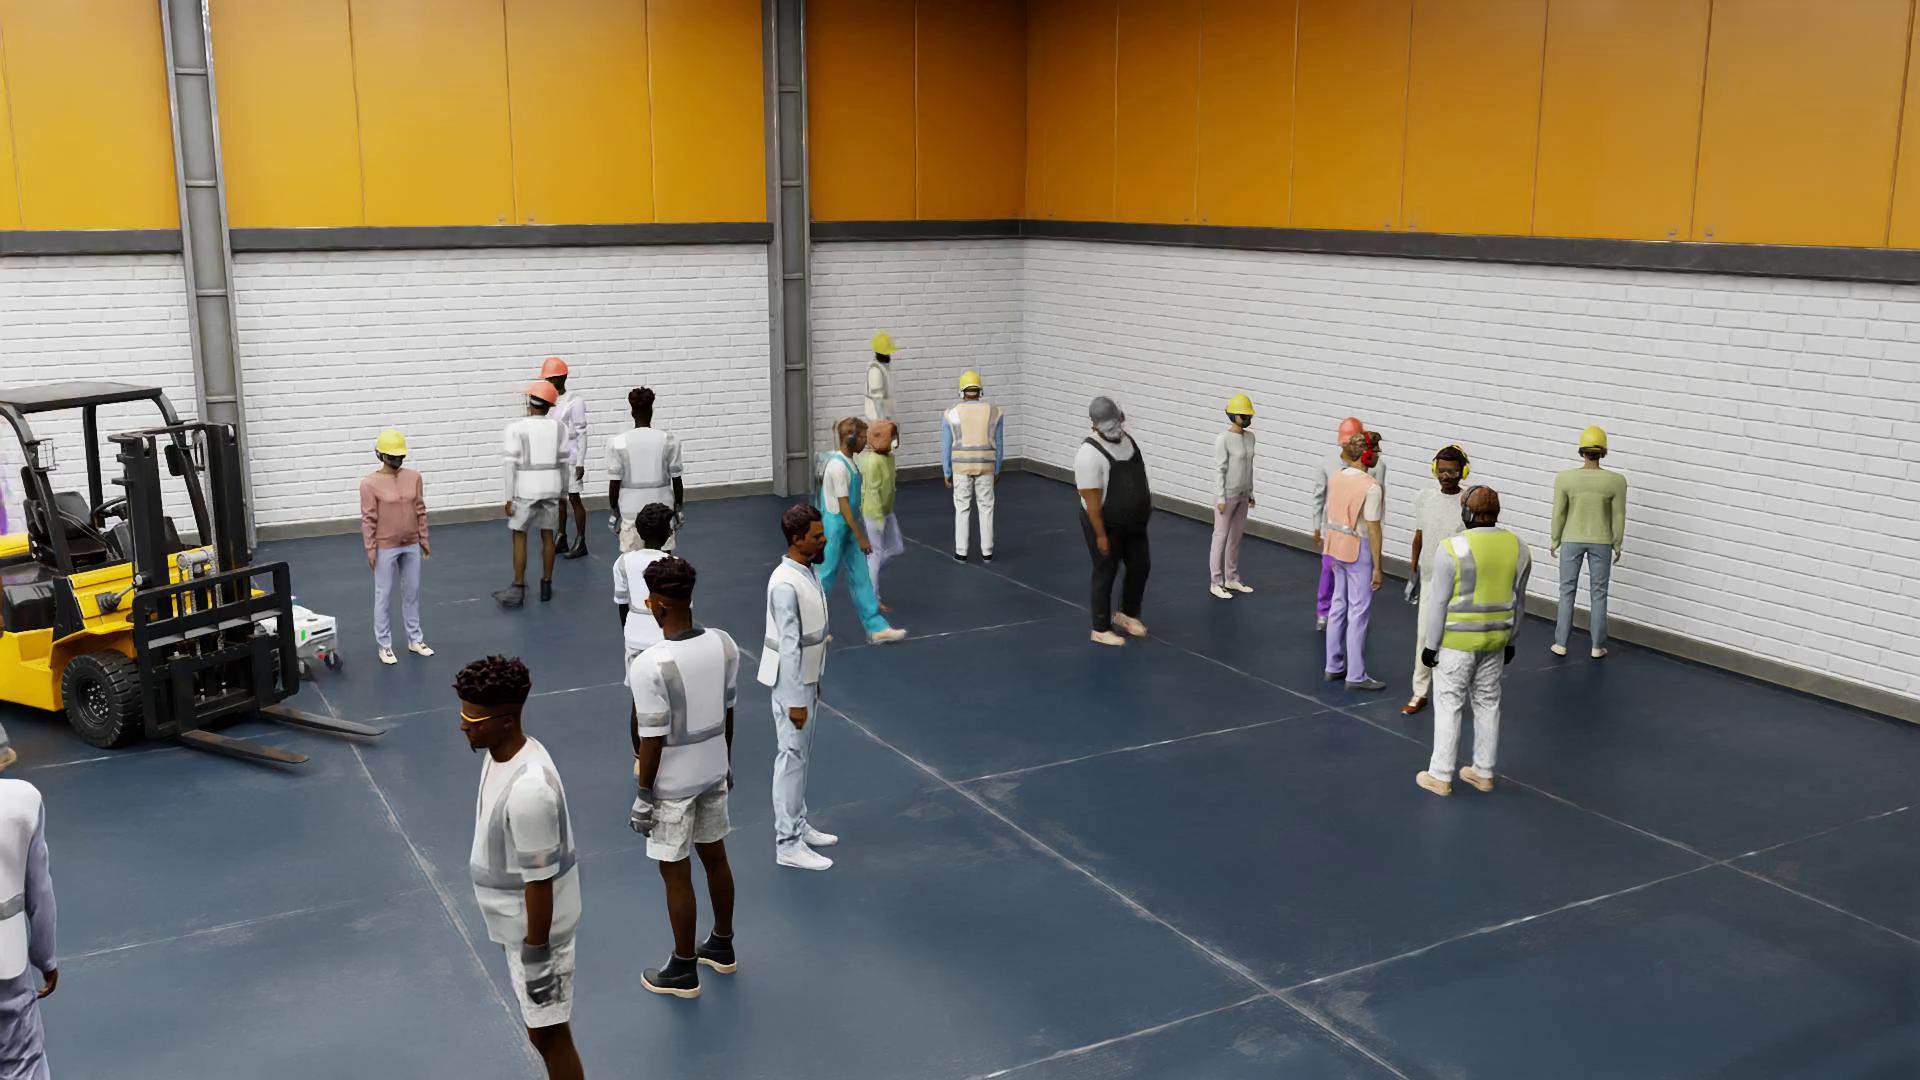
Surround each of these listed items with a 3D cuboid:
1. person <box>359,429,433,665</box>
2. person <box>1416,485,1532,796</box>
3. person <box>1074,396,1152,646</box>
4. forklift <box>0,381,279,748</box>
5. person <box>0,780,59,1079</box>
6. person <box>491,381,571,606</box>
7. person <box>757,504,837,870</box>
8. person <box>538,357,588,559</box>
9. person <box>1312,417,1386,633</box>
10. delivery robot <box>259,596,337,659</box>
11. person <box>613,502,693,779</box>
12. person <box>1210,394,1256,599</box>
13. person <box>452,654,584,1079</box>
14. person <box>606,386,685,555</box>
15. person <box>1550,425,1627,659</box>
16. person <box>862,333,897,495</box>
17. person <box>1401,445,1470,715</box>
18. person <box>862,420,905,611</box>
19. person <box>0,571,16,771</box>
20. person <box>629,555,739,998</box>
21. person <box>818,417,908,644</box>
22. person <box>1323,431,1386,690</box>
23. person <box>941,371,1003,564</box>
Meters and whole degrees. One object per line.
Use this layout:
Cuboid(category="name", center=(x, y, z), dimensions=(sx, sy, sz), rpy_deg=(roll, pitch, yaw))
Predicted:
Cuboid(category="person", center=(-4.194, 0.042, 12.427), dimensions=(0.331, 1.763, 0.536), rpy_deg=(9, 15, 37))
Cuboid(category="person", center=(2.989, 0.586, 9.716), dimensions=(0.638, 1.831, 0.429), rpy_deg=(-4, 13, -18))
Cuboid(category="person", center=(1.200, -0.168, 12.747), dimensions=(0.784, 2.000, 0.547), rpy_deg=(-11, 16, -42))
Cuboid(category="forklift", center=(-5.853, 0.085, 11.199), dimensions=(2.313, 2.155, 1.214), rpy_deg=(7, 14, 28))
Cuboid(category="person", center=(-3.279, 1.450, 5.484), dimensions=(0.593, 1.911, 0.381), rpy_deg=(-11, 16, -42))
Cuboid(category="person", center=(-3.672, -0.402, 14.223), dimensions=(0.738, 1.882, 0.436), rpy_deg=(-9, 15, -35))
Cuboid(category="person", center=(-0.853, 0.752, 8.725), dimensions=(0.394, 1.920, 0.587), rpy_deg=(1, 12, 4))
Cuboid(category="person", center=(-3.807, -0.780, 15.861), dimensions=(0.550, 1.935, 0.375), rpy_deg=(8, 14, 32))
Cuboid(category="person", center=(3.078, -0.118, 13.220), dimensions=(0.565, 1.743, 0.354), rpy_deg=(3, 12, 14))
Cuboid(category="delivery robot", center=(-4.912, 0.654, 12.181), dimensions=(0.707, 0.478, 0.477), rpy_deg=(7, 14, 28))
Cuboid(category="person", center=(-1.799, 0.615, 9.902), dimensions=(0.532, 1.692, 0.320), rpy_deg=(5, 13, 24))
Cuboid(category="person", center=(2.389, -0.384, 14.407), dimensions=(0.523, 1.769, 0.324), rpy_deg=(-12, 17, -43))
Cuboid(category="person", center=(-1.544, 1.343, 5.894), dimensions=(0.394, 1.954, 0.619), rpy_deg=(-5, 13, -21))
Cuboid(category="person", center=(-2.507, -0.247, 13.292), dimensions=(0.614, 1.963, 0.361), rpy_deg=(-4, 13, -18))
Cuboid(category="person", center=(4.710, 0.020, 12.507), dimensions=(0.527, 1.772, 0.306), rpy_deg=(4, 13, 18))
Cuboid(category="person", center=(-0.936, -1.432, 19.074), dimensions=(0.403, 1.880, 0.684), rpy_deg=(0, 12, 2))
Cuboid(category="person", center=(3.216, 0.287, 11.064), dimensions=(0.518, 1.856, 0.326), rpy_deg=(9, 15, 38))
Cuboid(category="person", center=(-0.657, -0.200, 13.904), dimensions=(0.358, 1.623, 0.505), rpy_deg=(5, 13, 22))
Cuboid(category="person", center=(-6.122, 0.417, 10.006), dimensions=(0.688, 2.000, 0.536), rpy_deg=(-5, 13, -21))
Cuboid(category="person", center=(-1.216, 1.030, 7.312), dimensions=(0.362, 1.962, 0.613), rpy_deg=(8, 14, 32))
Cuboid(category="person", center=(-0.882, -0.052, 12.818), dimensions=(0.896, 1.793, 0.509), rpy_deg=(2, 12, 11))
Cuboid(category="person", center=(2.783, 0.143, 11.748), dimensions=(0.379, 1.844, 0.570), rpy_deg=(-5, 13, -21))
Cuboid(category="person", center=(0.115, -0.679, 15.699), dimensions=(0.585, 1.816, 0.422), rpy_deg=(-1, 12, -5))
